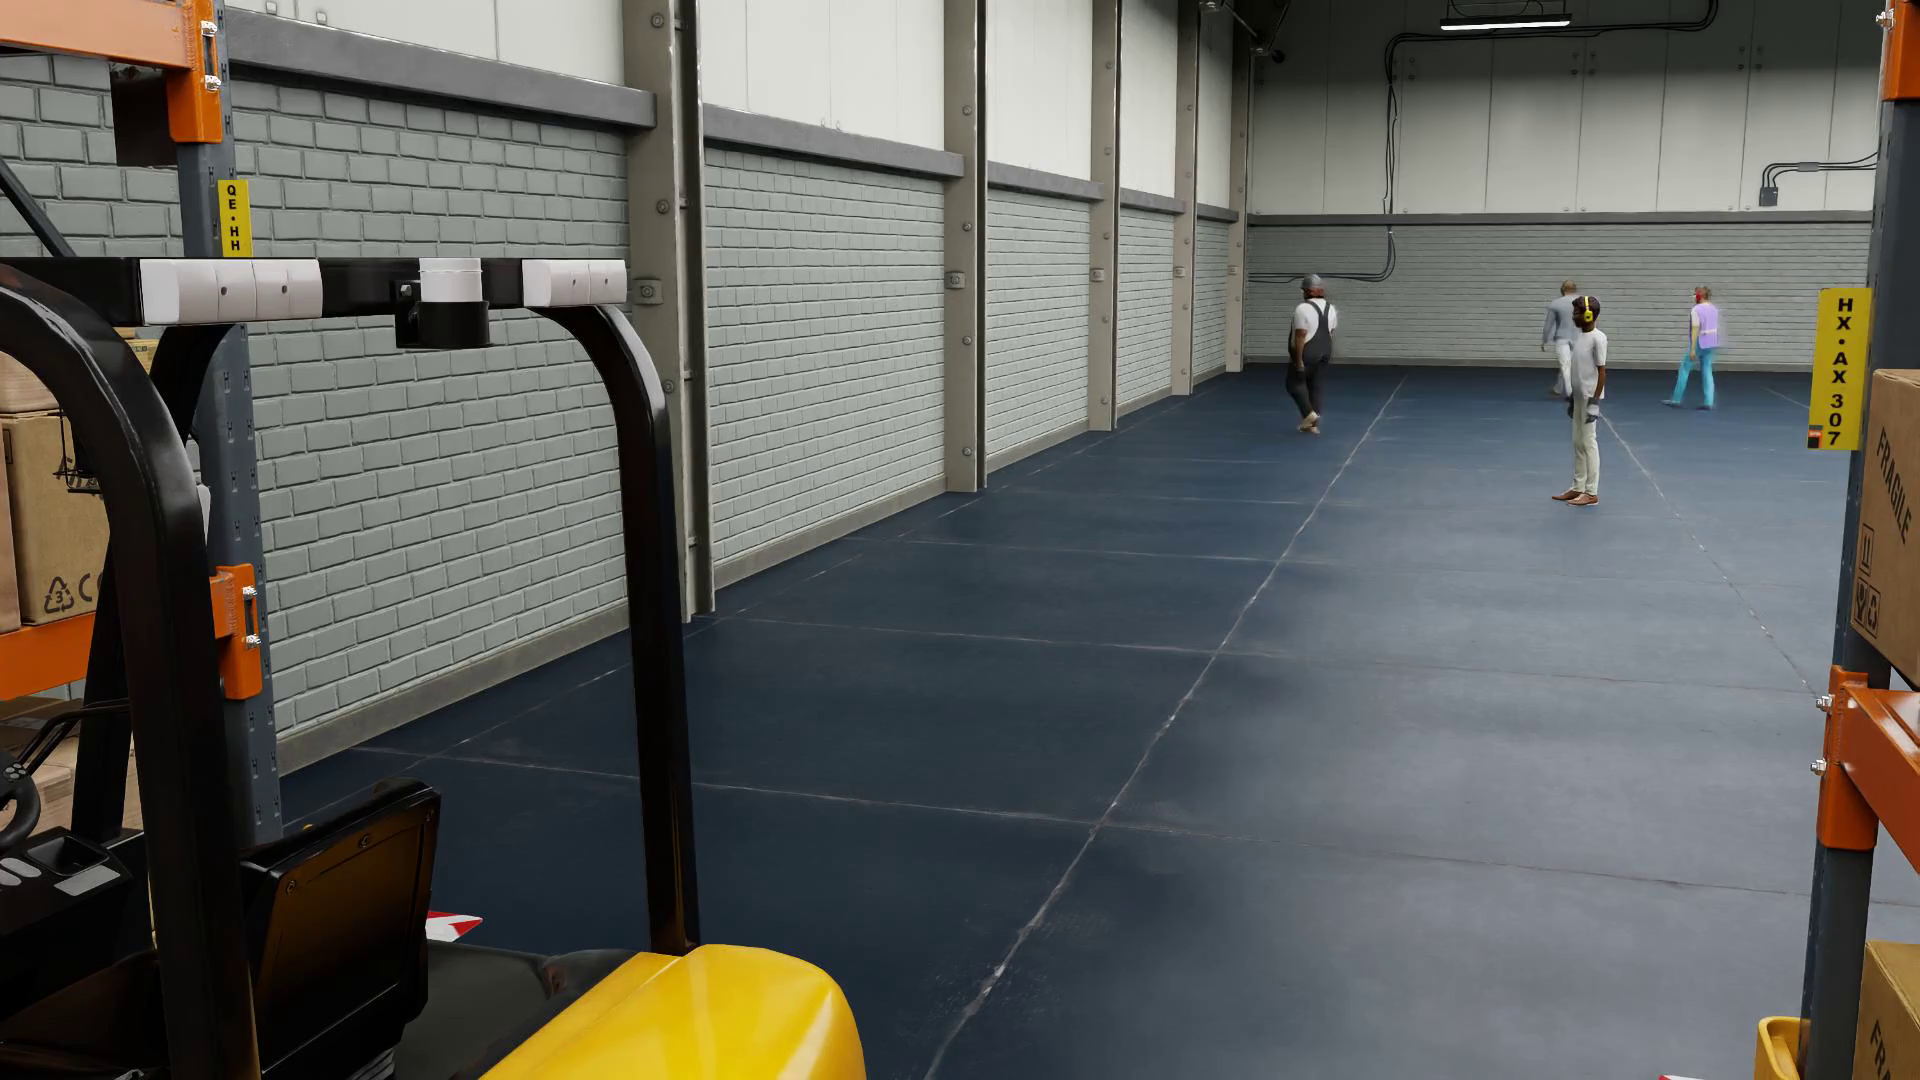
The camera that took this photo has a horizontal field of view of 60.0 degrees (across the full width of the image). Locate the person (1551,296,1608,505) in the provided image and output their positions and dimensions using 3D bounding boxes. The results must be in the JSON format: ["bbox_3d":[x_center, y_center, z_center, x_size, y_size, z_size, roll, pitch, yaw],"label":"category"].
[{"bbox_3d":[5.559,-1.235,14.827,0.330,1.865,0.518,0,10,-1],"label":"person"}]

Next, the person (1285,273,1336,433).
[{"bbox_3d":[4.388,-2.351,20.940,0.689,2.000,0.539,-6,11,-31],"label":"person"}]

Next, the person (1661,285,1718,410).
[{"bbox_3d":[10.744,-2.816,24.392,0.587,1.806,0.858,-6,11,-31],"label":"person"}]

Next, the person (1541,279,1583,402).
[{"bbox_3d":[9.377,-3.092,25.826,0.655,1.880,1.039,-1,10,-5],"label":"person"}]
